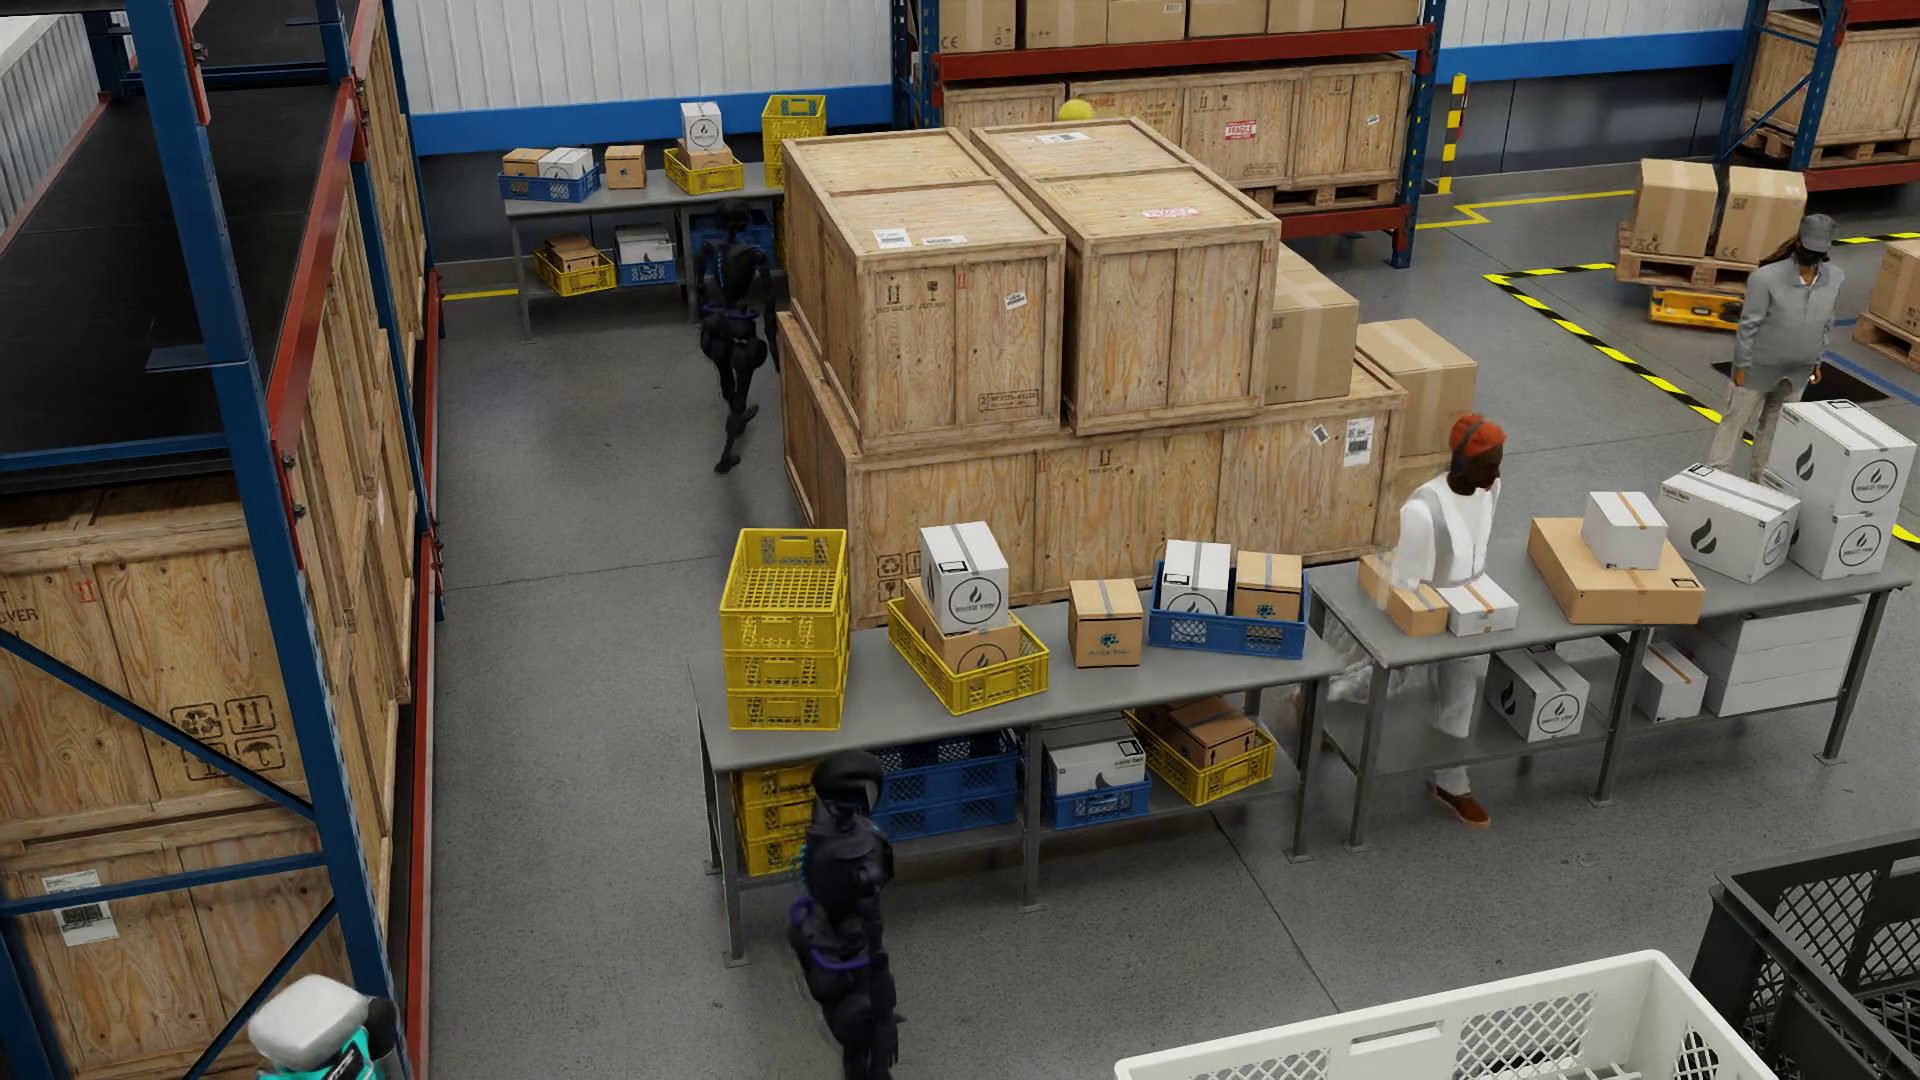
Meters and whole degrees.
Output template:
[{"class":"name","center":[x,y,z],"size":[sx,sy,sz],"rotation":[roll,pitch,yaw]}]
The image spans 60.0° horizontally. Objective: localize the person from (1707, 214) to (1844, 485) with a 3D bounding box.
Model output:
[{"class":"person","center":[4.589,-0.991,9.363],"size":[0.562,1.764,0.399],"rotation":[-4,29,-6]}]

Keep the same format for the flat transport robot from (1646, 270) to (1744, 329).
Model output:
[{"class":"flat transport robot","center":[5.585,-1.958,12.641],"size":[0.652,0.197,1.431],"rotation":[9,30,16]}]

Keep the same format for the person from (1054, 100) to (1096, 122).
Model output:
[{"class":"person","center":[0.844,-2.132,11.399],"size":[0.784,1.798,0.633],"rotation":[2,29,4]}]

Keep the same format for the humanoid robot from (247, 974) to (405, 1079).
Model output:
[{"class":"humanoid robot","center":[-1.287,1.880,4.210],"size":[1.014,1.748,0.534],"rotation":[8,30,14]}]

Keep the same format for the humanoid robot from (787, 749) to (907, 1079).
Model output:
[{"class":"humanoid robot","center":[-0.424,1.345,5.228],"size":[0.526,1.644,0.586],"rotation":[-13,31,-22]}]

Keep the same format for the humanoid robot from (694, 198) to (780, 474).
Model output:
[{"class":"humanoid robot","center":[-1.324,-1.262,9.979],"size":[0.599,1.624,0.718],"rotation":[14,32,24]}]

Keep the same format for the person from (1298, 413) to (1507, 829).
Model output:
[{"class":"person","center":[1.928,0.264,7.019],"size":[0.594,1.845,0.940],"rotation":[-20,35,-32]}]
